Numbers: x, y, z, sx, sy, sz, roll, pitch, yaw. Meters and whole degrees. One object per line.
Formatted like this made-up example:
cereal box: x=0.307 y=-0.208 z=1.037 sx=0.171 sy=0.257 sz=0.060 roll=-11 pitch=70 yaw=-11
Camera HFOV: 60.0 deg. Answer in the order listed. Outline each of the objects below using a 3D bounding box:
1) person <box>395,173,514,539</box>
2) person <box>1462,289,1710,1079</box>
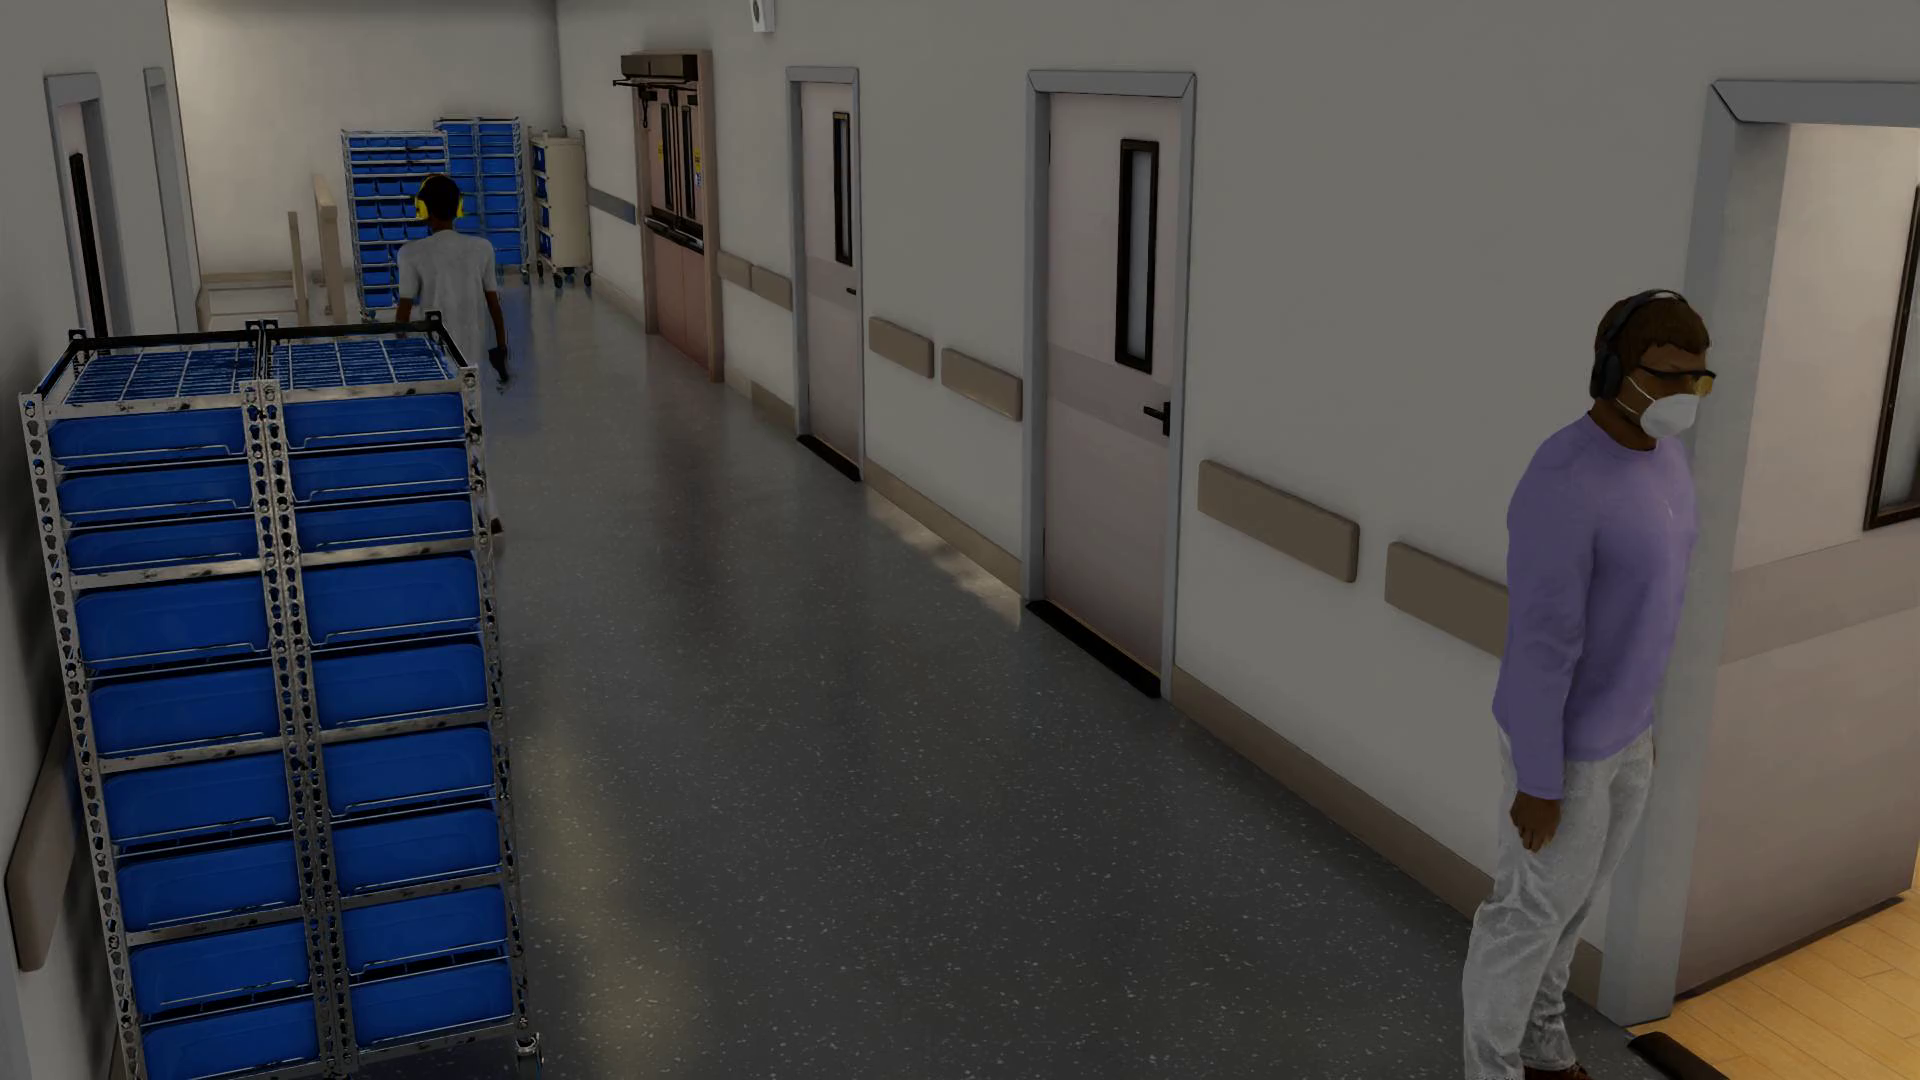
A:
person: x=-2.632 y=-0.949 z=8.535 sx=0.548 sy=1.815 sz=0.965 roll=-14 pitch=21 yaw=-39
person: x=1.338 y=0.428 z=3.564 sx=0.369 sy=1.935 sz=0.630 roll=14 pitch=21 yaw=39
